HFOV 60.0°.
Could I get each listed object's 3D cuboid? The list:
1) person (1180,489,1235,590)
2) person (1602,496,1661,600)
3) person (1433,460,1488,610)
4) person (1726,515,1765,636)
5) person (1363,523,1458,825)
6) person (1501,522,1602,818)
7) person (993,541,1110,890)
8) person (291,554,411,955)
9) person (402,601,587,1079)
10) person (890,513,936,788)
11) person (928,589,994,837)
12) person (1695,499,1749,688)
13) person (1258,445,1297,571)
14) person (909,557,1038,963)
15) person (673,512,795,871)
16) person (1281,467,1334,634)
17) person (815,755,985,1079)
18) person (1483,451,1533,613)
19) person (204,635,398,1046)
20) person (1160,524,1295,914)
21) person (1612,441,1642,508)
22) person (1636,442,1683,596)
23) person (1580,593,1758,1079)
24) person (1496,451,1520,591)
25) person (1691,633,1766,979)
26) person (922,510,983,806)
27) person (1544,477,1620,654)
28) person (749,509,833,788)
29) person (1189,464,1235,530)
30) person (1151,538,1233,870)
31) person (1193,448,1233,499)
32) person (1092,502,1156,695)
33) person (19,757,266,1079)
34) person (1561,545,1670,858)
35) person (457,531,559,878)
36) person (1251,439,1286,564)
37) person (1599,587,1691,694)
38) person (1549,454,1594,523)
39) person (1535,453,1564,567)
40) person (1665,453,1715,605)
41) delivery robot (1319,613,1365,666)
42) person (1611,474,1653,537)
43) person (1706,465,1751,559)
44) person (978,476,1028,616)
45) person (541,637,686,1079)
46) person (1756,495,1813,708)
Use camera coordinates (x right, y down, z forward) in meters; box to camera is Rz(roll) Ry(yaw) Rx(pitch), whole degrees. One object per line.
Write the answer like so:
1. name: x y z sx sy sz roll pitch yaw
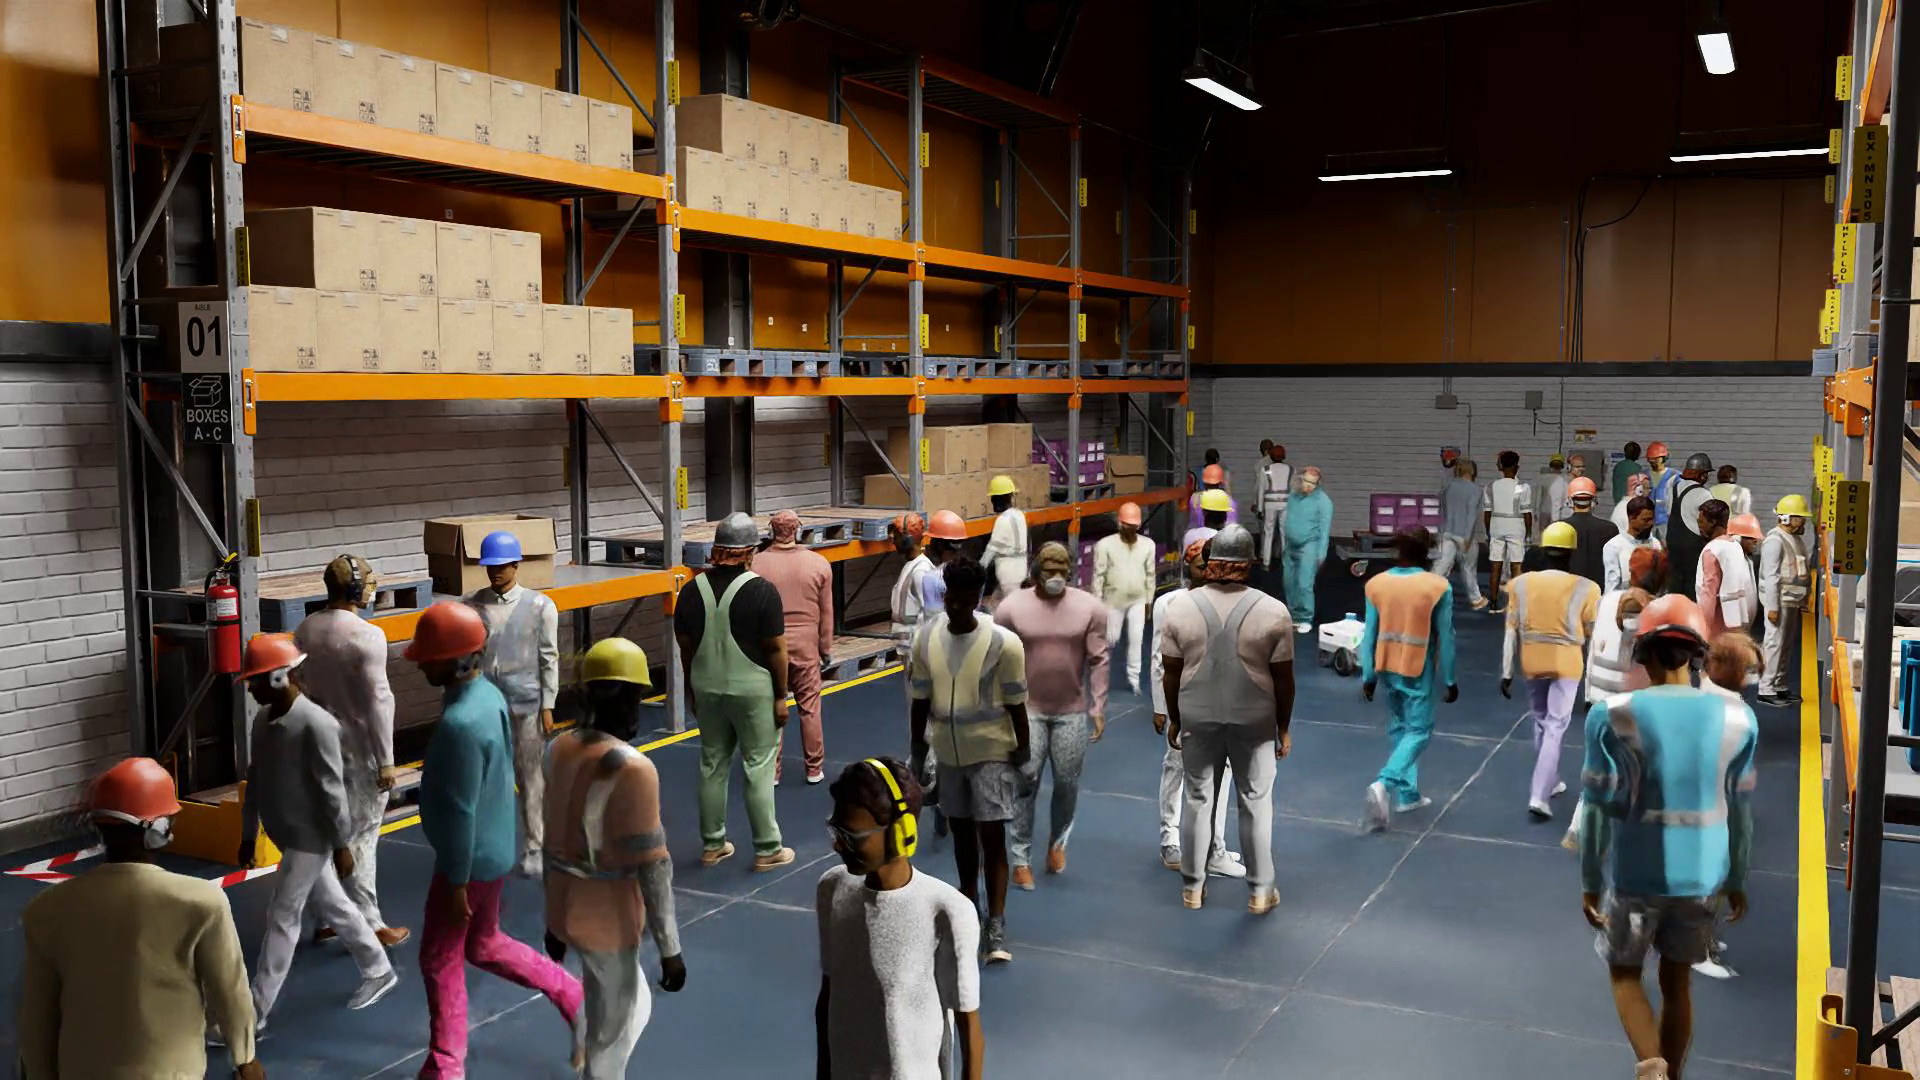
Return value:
1. person: 2.099 0.535 13.612 0.586 1.903 0.602 -2 6 -22
2. person: 5.186 0.608 12.861 0.599 1.909 0.402 -3 6 -32
3. person: 6.009 -0.035 20.119 1.106 1.855 0.636 -4 6 -34
4. person: 6.078 0.671 12.997 0.345 1.746 0.573 4 7 38
5. person: 2.798 0.838 10.496 0.833 1.897 0.591 -5 7 -42
6. person: 3.823 0.821 10.739 0.604 1.881 0.993 4 7 37
7. person: 0.493 0.945 9.224 0.634 1.913 0.555 0 5 -2
8. person: -2.979 1.033 8.100 0.635 1.937 0.354 3 6 33
9. person: -1.787 1.189 6.345 0.797 1.952 0.640 0 5 -5
10. person: -0.312 0.755 11.377 0.355 1.886 0.572 -1 5 -7
11. person: -0.019 0.980 10.048 0.542 1.684 0.635 4 6 34
12. person: 5.675 0.647 12.455 0.404 1.908 0.597 4 7 39
13. person: 4.705 -0.475 24.659 0.579 1.875 0.347 0 5 -5
14. person: 0.035 1.043 8.068 0.704 1.934 0.628 3 6 30
15. person: -1.248 0.852 9.510 0.674 2.000 0.535 2 6 22
16. person: 3.793 0.113 18.428 0.394 1.861 0.754 -3 6 -29
17. person: -0.175 1.444 4.092 0.517 1.864 0.334 4 7 36
18. person: 6.573 -0.080 19.929 0.607 1.966 0.367 5 7 42
19. person: -2.844 1.245 7.151 0.576 1.693 0.927 5 7 41
20. person: 1.420 0.923 8.749 0.689 2.000 0.539 2 6 18
21. person: 9.752 -0.468 24.256 0.373 1.941 0.627 -1 5 -9
22. person: 9.047 -0.261 21.600 0.622 2.029 0.451 5 7 41
23. person: 2.546 1.200 5.959 0.613 2.011 0.655 1 5 6
24. person: 7.336 -0.259 22.295 0.337 1.883 0.584 1 5 6
25. person: 3.591 1.227 7.838 0.320 1.599 0.561 1 5 14
26. person: -0.086 0.772 10.894 0.354 1.942 0.545 4 7 35
27. person: 5.179 0.468 13.898 0.622 1.989 0.399 1 5 8
28. person: -1.192 0.741 11.417 0.642 1.909 0.399 -1 5 -12
29. person: 2.714 0.117 18.161 0.571 1.895 0.782 3 6 29
30. person: 1.359 0.929 9.512 0.583 1.882 0.337 -2 6 -23
31. person: 3.741 -0.460 24.769 0.645 1.824 0.458 2 6 22
32. person: 1.458 0.501 14.934 0.582 1.729 0.653 -1 5 -11
33. person: -2.273 1.460 4.703 0.562 1.704 0.892 0 5 4
34. person: 3.956 0.944 9.674 0.814 1.840 0.631 -1 5 -14
35. person: -2.549 0.916 9.309 0.605 1.948 0.384 0 5 -1
36. person: 4.740 -0.591 25.611 0.627 1.934 0.371 -3 6 -32
37. person: 3.975 1.058 9.602 0.546 1.609 0.676 4 7 36
38. person: 7.717 -0.132 20.914 0.647 1.895 0.403 -2 6 -24
39. person: 8.854 -0.426 24.774 0.541 1.751 0.435 2 6 20
40. person: 8.011 0.053 18.111 0.535 2.000 0.684 -1 5 -12
41. delivery robot: 3.740 0.944 15.929 0.477 0.478 0.707 -2 5 -17
42. person: 6.611 0.292 16.364 0.401 1.895 0.662 1 5 13
43. person: 8.971 0.034 19.485 0.657 1.827 0.684 -4 7 -36
44. person: 0.317 0.340 15.822 0.920 1.883 0.599 1 5 13
45. person: -1.179 1.285 5.596 0.452 1.896 0.622 -4 7 -37
46. person: 7.079 0.518 14.274 0.403 1.823 0.597 5 7 44
